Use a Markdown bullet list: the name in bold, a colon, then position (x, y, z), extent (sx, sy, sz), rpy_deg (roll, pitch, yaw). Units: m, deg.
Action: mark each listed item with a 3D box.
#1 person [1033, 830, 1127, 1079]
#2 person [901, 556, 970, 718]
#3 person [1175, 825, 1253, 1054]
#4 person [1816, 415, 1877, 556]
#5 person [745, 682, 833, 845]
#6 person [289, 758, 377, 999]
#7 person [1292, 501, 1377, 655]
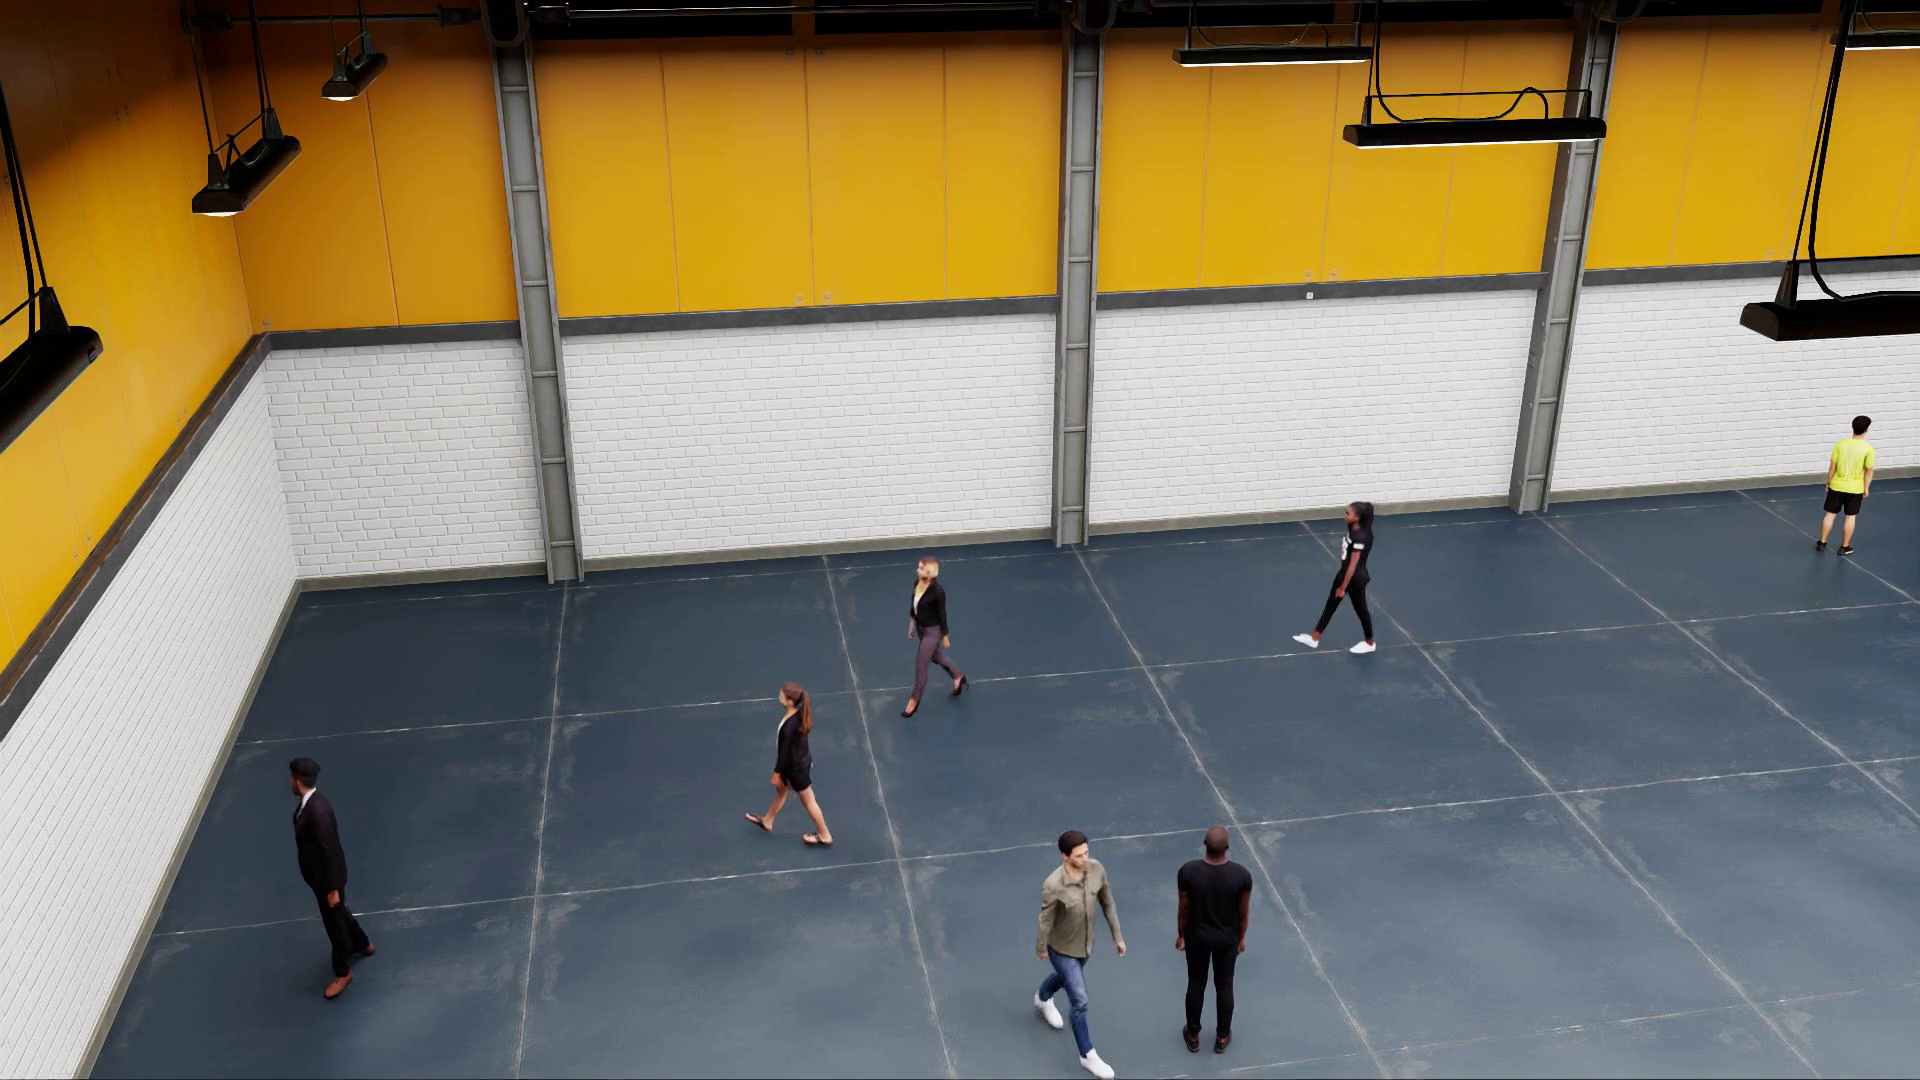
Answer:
- **person**: position (0.734, 2.778, 11.672), extent (1.233, 1.825, 1.140), rpy_deg (-18, 29, -35)
- **person**: position (-0.213, 0.915, 16.180), extent (1.117, 1.629, 0.869), rpy_deg (-14, 27, -29)
- **person**: position (1.762, 2.794, 11.644), extent (0.636, 1.819, 0.796), rpy_deg (4, 24, 9)
- **person**: position (10.501, -0.655, 19.670), extent (0.696, 1.709, 0.748), rpy_deg (17, 29, 34)
- **person**: position (-1.307, 1.913, 14.029), extent (1.086, 1.522, 0.801), rpy_deg (5, 24, 10)
- **person**: position (-4.680, 2.489, 12.297), extent (0.872, 1.854, 0.863), rpy_deg (22, 32, 40)
- **person**: position (4.148, 0.425, 17.219), extent (1.127, 1.694, 0.721), rpy_deg (-1, 24, -3)
